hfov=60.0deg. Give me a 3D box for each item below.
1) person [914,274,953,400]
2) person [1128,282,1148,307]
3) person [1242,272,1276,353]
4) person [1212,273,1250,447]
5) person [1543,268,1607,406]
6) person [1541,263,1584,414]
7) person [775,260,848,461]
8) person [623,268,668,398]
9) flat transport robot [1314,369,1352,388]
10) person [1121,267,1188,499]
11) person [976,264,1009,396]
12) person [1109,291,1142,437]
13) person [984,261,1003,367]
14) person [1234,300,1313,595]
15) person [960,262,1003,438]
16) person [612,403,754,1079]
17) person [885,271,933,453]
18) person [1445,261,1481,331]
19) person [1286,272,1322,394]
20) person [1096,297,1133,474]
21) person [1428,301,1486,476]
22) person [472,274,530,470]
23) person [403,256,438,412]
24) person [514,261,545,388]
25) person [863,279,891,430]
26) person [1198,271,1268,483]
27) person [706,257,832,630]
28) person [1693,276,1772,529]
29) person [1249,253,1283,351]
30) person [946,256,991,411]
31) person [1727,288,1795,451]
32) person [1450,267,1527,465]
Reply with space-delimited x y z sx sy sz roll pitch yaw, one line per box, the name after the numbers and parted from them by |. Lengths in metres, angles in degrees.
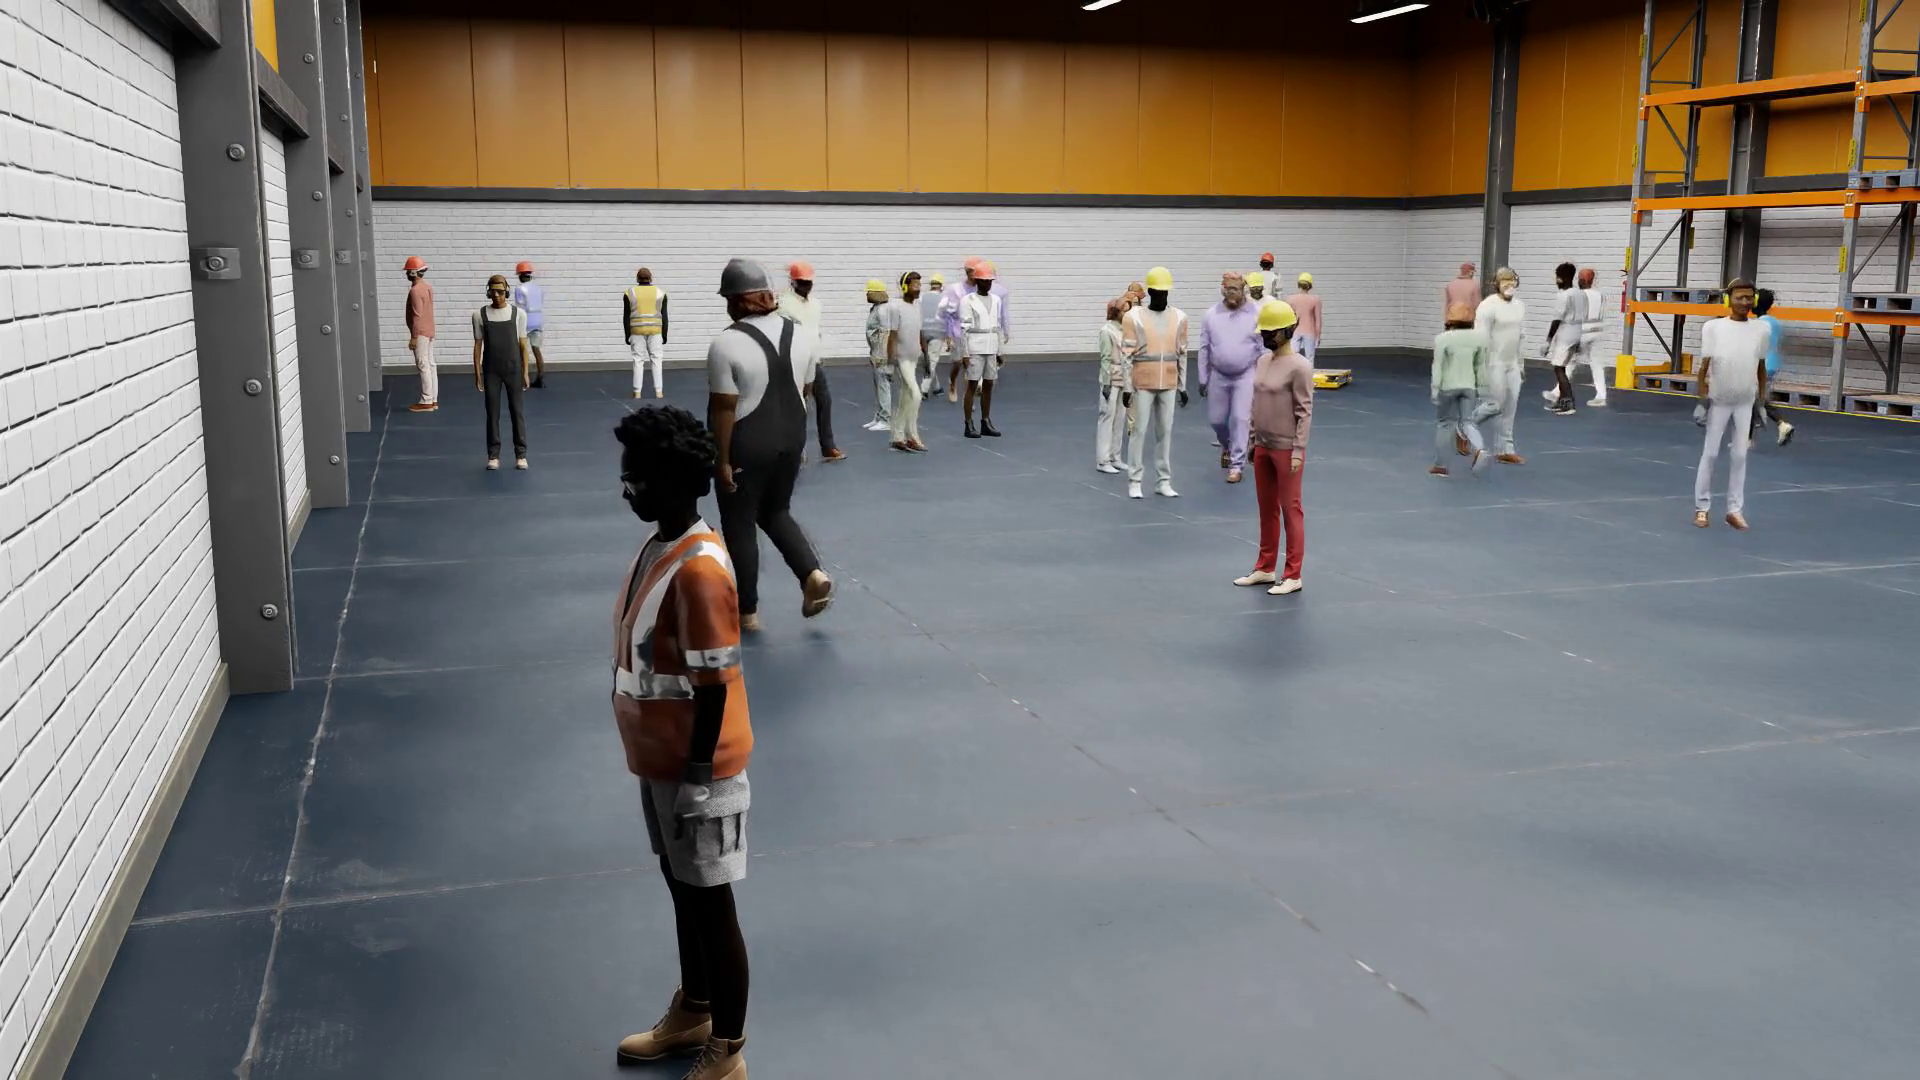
-0.412 -2.839 23.276 0.657 1.750 0.965 5 11 25 | person
2.421 -2.746 23.058 0.280 1.633 0.500 -8 13 -40 | person
3.810 -2.550 21.448 0.598 1.806 0.558 -1 10 -7 | person
2.900 -1.893 17.505 0.373 1.843 0.570 9 14 43 | person
8.352 -2.717 22.323 0.603 1.828 1.001 -6 11 -30 | person
7.724 -2.568 21.209 0.597 1.914 0.651 9 13 42 | person
-1.445 -1.710 16.109 0.857 1.957 0.645 8 13 40 | person
-4.423 -2.909 23.428 0.629 1.837 0.429 -3 10 -17 | person
5.586 -2.493 25.534 0.652 0.197 1.431 4 11 22 | flat transport robot
1.630 -1.302 13.855 0.593 1.922 0.387 -3 10 -15 | person
0.374 -3.039 24.024 0.662 1.907 0.916 0 10 0 | person
1.846 -1.911 18.258 0.506 1.627 0.283 -5 11 -26 | person
0.400 -3.791 28.351 0.613 1.890 0.851 9 13 42 | person
1.895 -0.553 9.997 0.325 1.762 0.524 -5 11 -25 | person
0.260 -2.095 18.410 0.552 1.935 0.366 -8 12 -38 | person
-0.666 0.520 3.977 0.319 1.695 0.532 -4 11 -22 | person
-0.450 -1.805 16.977 0.670 1.848 0.565 6 11 30 | person
8.088 -3.505 26.664 0.405 1.907 0.647 -8 13 -38 | person
4.975 -2.988 24.081 0.532 1.767 0.331 4 10 21 | person
1.452 -1.444 15.510 0.310 1.636 0.522 6 12 31 | person
4.542 -1.351 15.074 0.513 1.612 0.625 -2 10 -11 | person
-4.322 -1.574 15.686 0.505 1.842 0.332 -2 10 -14 | person
-6.976 -2.657 21.492 0.378 1.996 0.611 0 10 0 | person
-6.570 -3.258 25.218 0.586 1.911 0.563 7 12 36 | person
-0.965 -2.138 19.221 0.297 1.745 0.484 -2 10 -12 | person
2.478 -1.477 15.010 0.646 1.884 0.703 4 11 21 | person
-1.084 -0.511 8.944 0.647 2.000 0.693 9 14 44 | person
5.726 -1.012 12.347 0.528 1.866 0.305 1 10 8 | person
5.638 -4.272 30.709 0.615 2.041 0.384 3 10 15 | person
0.082 -2.701 21.738 0.630 2.009 0.876 -2 10 -12 | person
8.262 -1.743 17.090 0.543 1.683 0.519 -8 12 -37 | person
5.154 -1.677 16.077 0.649 1.912 0.663 -8 12 -38 | person
